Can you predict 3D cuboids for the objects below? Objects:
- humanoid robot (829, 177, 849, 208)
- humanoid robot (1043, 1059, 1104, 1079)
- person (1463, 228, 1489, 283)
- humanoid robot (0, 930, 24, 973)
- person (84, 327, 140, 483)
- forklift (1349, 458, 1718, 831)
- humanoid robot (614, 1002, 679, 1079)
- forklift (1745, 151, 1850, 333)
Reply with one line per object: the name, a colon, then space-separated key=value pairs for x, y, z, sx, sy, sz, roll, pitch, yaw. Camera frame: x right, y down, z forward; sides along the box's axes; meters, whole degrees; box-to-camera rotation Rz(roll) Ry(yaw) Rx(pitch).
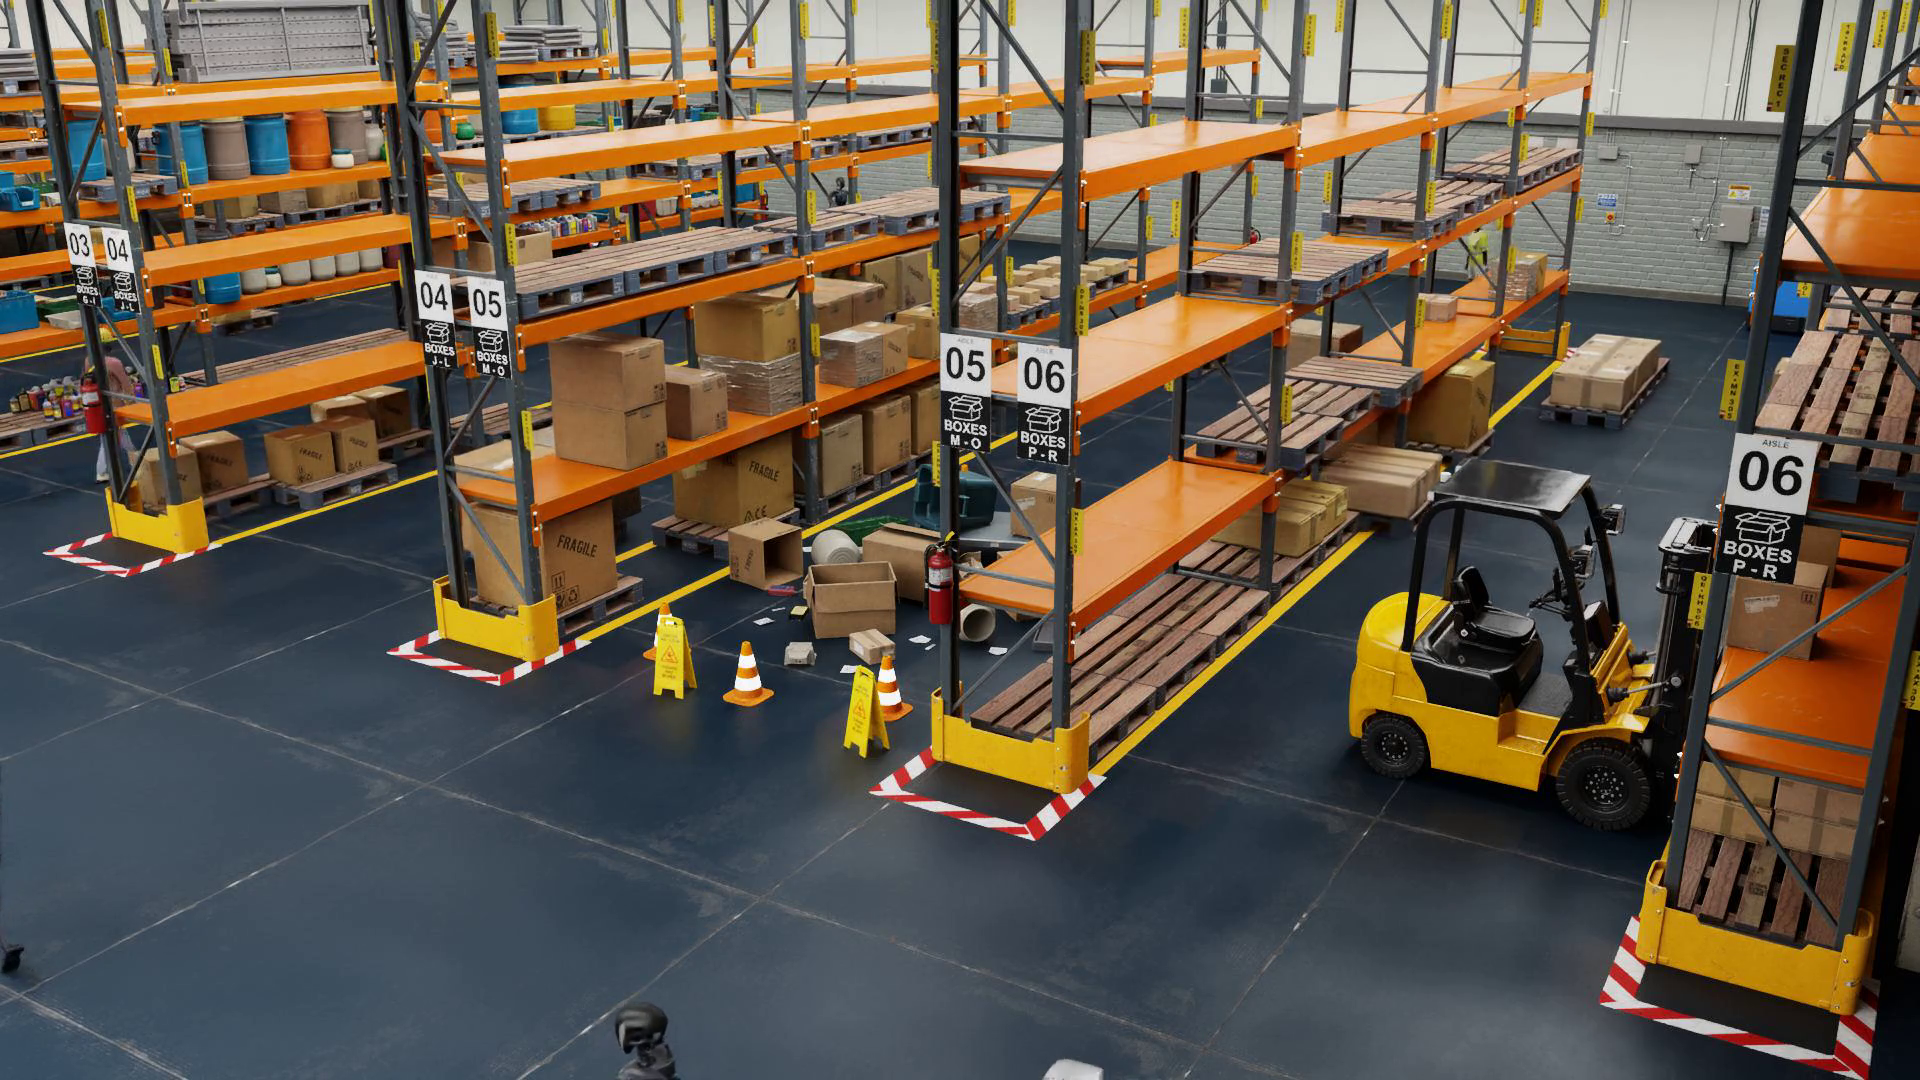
humanoid robot: x=-2.367 y=-6.351 z=32.851 sx=0.600 sy=1.640 sz=0.645 roll=-14 pitch=24 yaw=-35
humanoid robot: x=0.680 y=2.805 z=6.292 sx=0.823 sy=1.785 sz=0.546 roll=3 pitch=19 yaw=10
person: x=8.657 y=-4.611 z=27.806 sx=0.346 sy=1.656 sz=0.643 roll=-4 pitch=19 yaw=-10
humanoid robot: x=-5.755 y=1.757 z=9.420 sx=0.668 sy=1.636 sz=0.583 roll=8 pitch=21 yaw=22
person: x=-9.617 y=-1.558 z=18.900 sx=0.529 sy=1.715 sz=0.916 roll=9 pitch=21 yaw=24
forklift: x=3.988 y=0.658 z=11.776 sx=2.313 sy=2.155 sz=1.214 roll=11 pitch=22 yaw=29
humanoid robot: x=-1.316 y=2.649 z=6.840 sx=0.606 sy=1.642 sz=0.598 roll=2 pitch=19 yaw=6
forklift: x=13.620 y=-4.667 z=26.137 sx=1.873 sy=2.768 sz=1.129 roll=11 pitch=22 yaw=29
